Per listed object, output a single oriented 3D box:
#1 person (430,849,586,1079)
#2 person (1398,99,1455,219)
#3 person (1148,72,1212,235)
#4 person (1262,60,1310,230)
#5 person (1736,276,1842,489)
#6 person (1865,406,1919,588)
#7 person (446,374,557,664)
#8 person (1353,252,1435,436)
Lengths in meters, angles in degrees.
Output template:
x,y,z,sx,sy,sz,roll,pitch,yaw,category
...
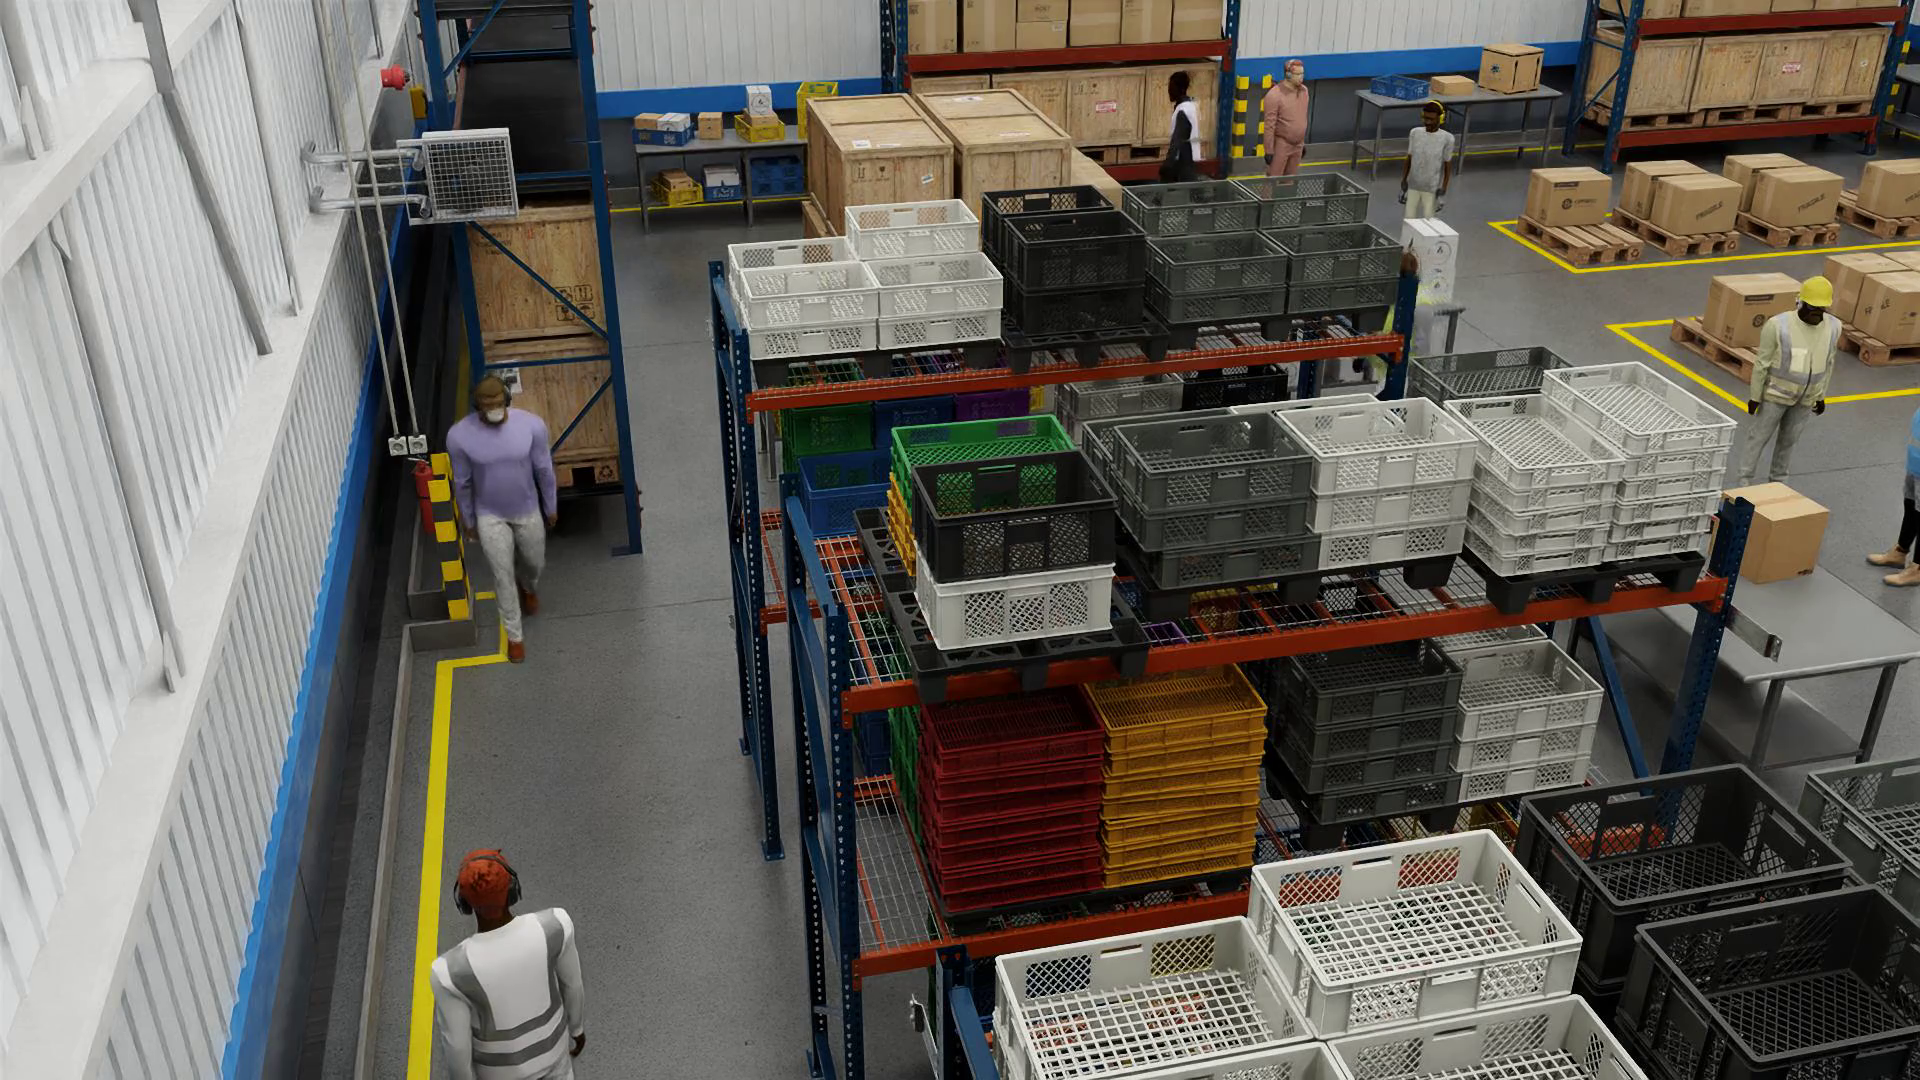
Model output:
x,y,z,sx,sy,sz,roll,pitch,yaw,category
-1.723,2.004,6.504,0.573,1.878,0.357,-19,33,-32,person
4.770,-3.604,17.161,0.507,1.865,0.329,18,33,31,person
2.355,-4.195,18.293,1.036,1.853,0.595,2,28,3,person
3.670,-4.423,18.669,0.655,1.905,0.407,-20,34,-34,person
6.211,-1.101,12.443,0.600,1.830,0.403,-1,28,-2,person
6.643,-0.488,11.418,0.322,1.699,0.536,4,28,8,person
-2.907,-0.216,10.685,0.635,1.921,0.767,-9,29,-17,person
3.320,-1.380,13.011,0.944,1.789,0.636,-7,29,-14,person
